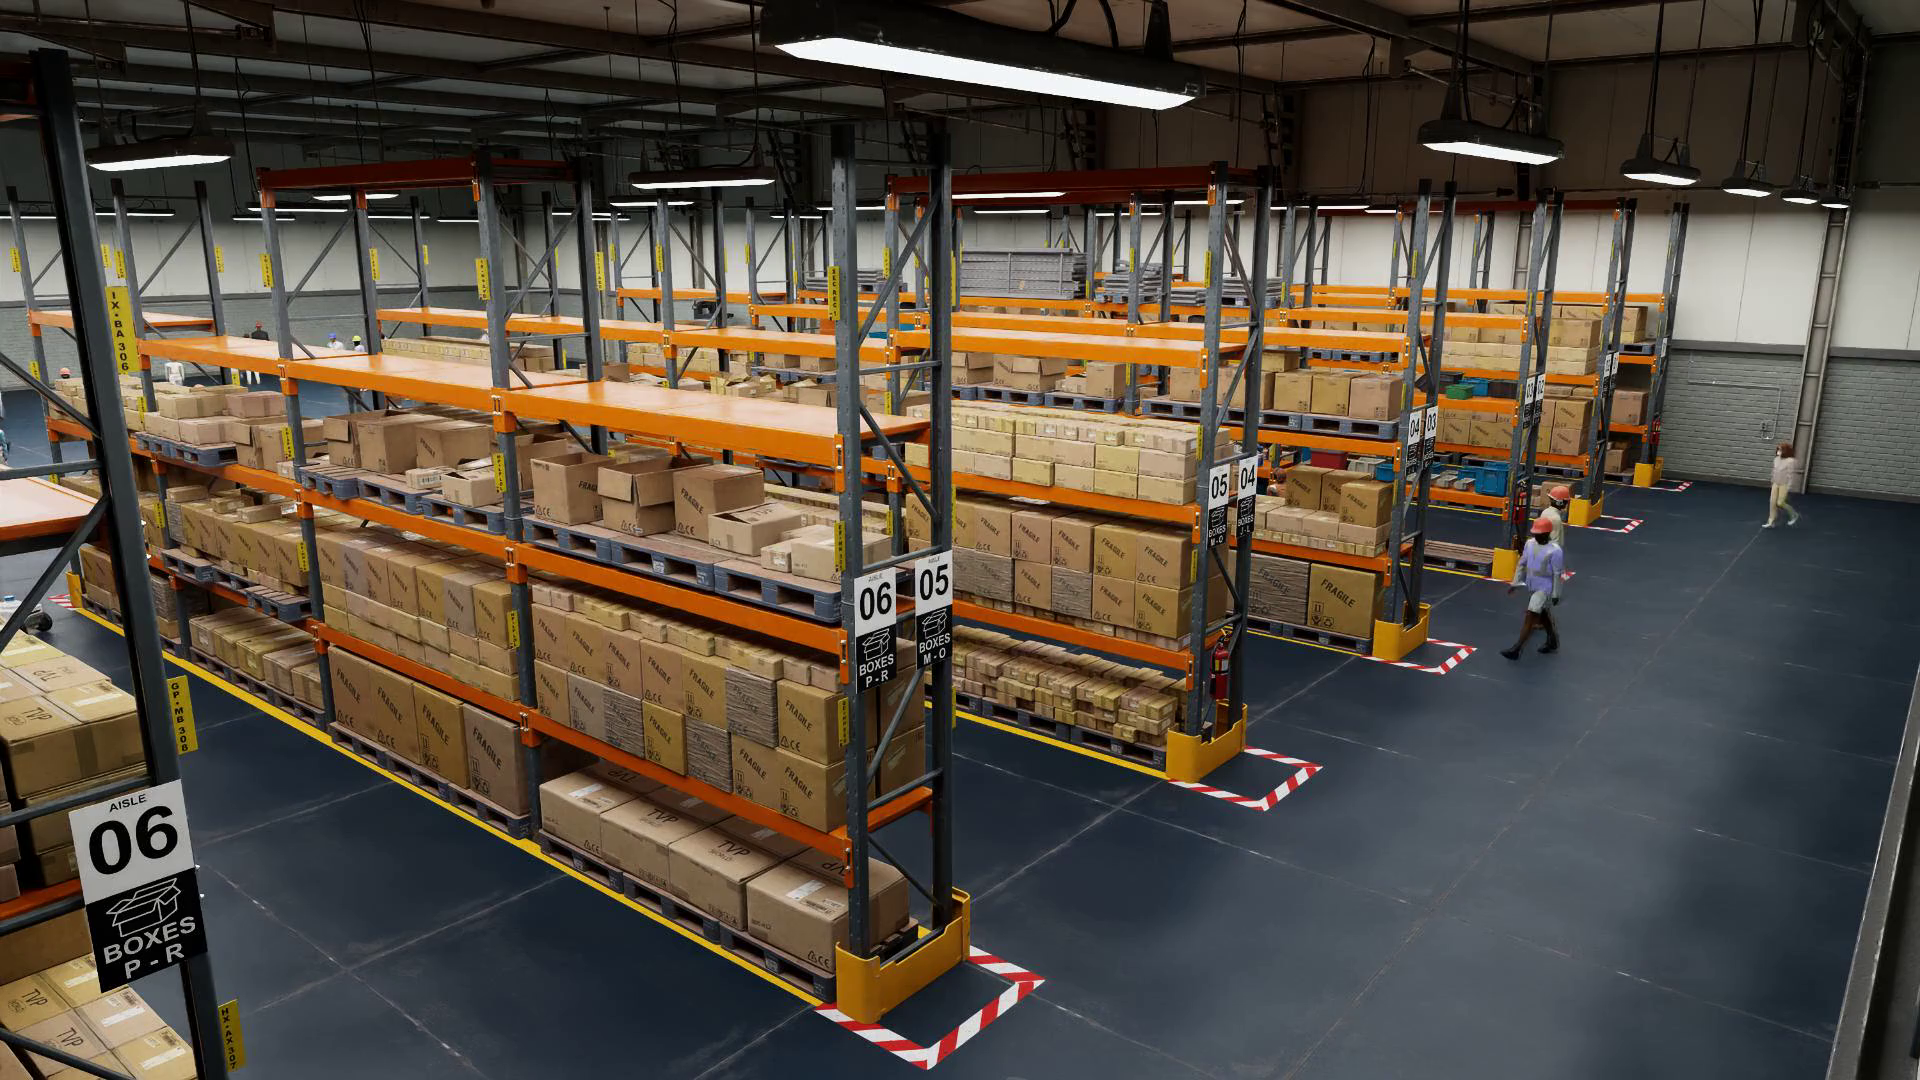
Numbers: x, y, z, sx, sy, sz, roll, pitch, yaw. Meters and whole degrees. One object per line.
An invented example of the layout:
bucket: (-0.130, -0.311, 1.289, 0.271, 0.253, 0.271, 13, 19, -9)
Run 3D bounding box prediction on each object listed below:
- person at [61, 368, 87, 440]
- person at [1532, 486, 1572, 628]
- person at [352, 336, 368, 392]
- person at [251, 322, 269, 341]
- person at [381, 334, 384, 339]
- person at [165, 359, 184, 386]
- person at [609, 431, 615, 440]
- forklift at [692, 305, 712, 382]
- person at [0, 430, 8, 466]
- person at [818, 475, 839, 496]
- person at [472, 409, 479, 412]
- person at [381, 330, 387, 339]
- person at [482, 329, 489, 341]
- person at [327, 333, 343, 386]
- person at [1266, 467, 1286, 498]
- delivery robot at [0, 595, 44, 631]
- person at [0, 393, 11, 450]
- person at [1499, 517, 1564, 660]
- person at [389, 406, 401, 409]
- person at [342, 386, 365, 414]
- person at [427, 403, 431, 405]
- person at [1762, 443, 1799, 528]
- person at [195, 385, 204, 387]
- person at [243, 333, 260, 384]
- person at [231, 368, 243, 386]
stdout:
person: (-23.595, -3.599, 33.401, 0.552, 1.934, 0.375, -7, 16, -28)
person: (8.247, 0.221, 17.595, 0.410, 1.986, 0.624, 3, 14, 13)
person: (-20.926, -6.150, 43.911, 0.368, 1.927, 0.589, -2, 14, -8)
person: (-27.564, -7.584, 49.670, 0.626, 1.992, 0.387, -10, 17, -36)
person: (-20.672, -6.451, 45.212, 0.462, 1.905, 0.604, 13, 19, 43)
person: (-25.197, -5.156, 40.448, 0.519, 1.622, 0.629, -13, 19, -43)
person: (-9.281, -3.262, 32.544, 0.702, 1.666, 0.552, -4, 14, -15)
forklift: (-9.511, -7.392, 47.124, 1.873, 2.768, 1.129, 11, 17, 38)
person: (-20.327, -1.771, 26.498, 0.524, 1.639, 0.306, -2, 14, -10)
person: (-2.068, -0.236, 20.227, 0.617, 1.619, 0.499, 9, 16, 33)
person: (-11.317, -2.497, 28.998, 0.589, 1.873, 0.399, -10, 17, -35)
person: (-21.567, -6.887, 47.004, 0.406, 1.901, 0.639, 1, 14, 3)
person: (-18.535, -7.488, 49.697, 0.831, 1.784, 0.616, 4, 14, 16)
person: (-22.461, -6.492, 45.335, 0.606, 1.924, 0.458, 1, 14, 2)
person: (5.247, -0.382, 20.786, 0.522, 1.638, 0.310, -5, 15, -21)
delivery robot: (-12.981, 1.002, 17.244, 0.707, 0.478, 0.477, 2, 14, 8)
person: (-24.346, -3.177, 31.708, 0.840, 1.916, 0.545, 3, 14, 11)
person: (7.468, 0.603, 16.262, 1.032, 1.877, 0.540, -5, 14, -18)
person: (-16.626, -4.414, 36.763, 0.628, 1.933, 0.378, -7, 15, -27)
person: (-17.501, -4.254, 36.326, 0.608, 1.825, 0.474, -9, 16, -33)
person: (-11.905, -2.329, 28.354, 0.568, 1.905, 0.961, -12, 18, -39)
person: (15.336, -1.010, 23.408, 0.492, 1.620, 0.507, -1, 14, -6)
person: (-17.789, -2.695, 29.675, 0.365, 1.939, 0.542, -8, 16, -31)
person: (-25.990, -6.632, 46.088, 0.620, 1.838, 0.429, -9, 17, -34)
person: (-23.736, -5.431, 41.110, 0.509, 1.858, 0.608, -8, 16, -31)
